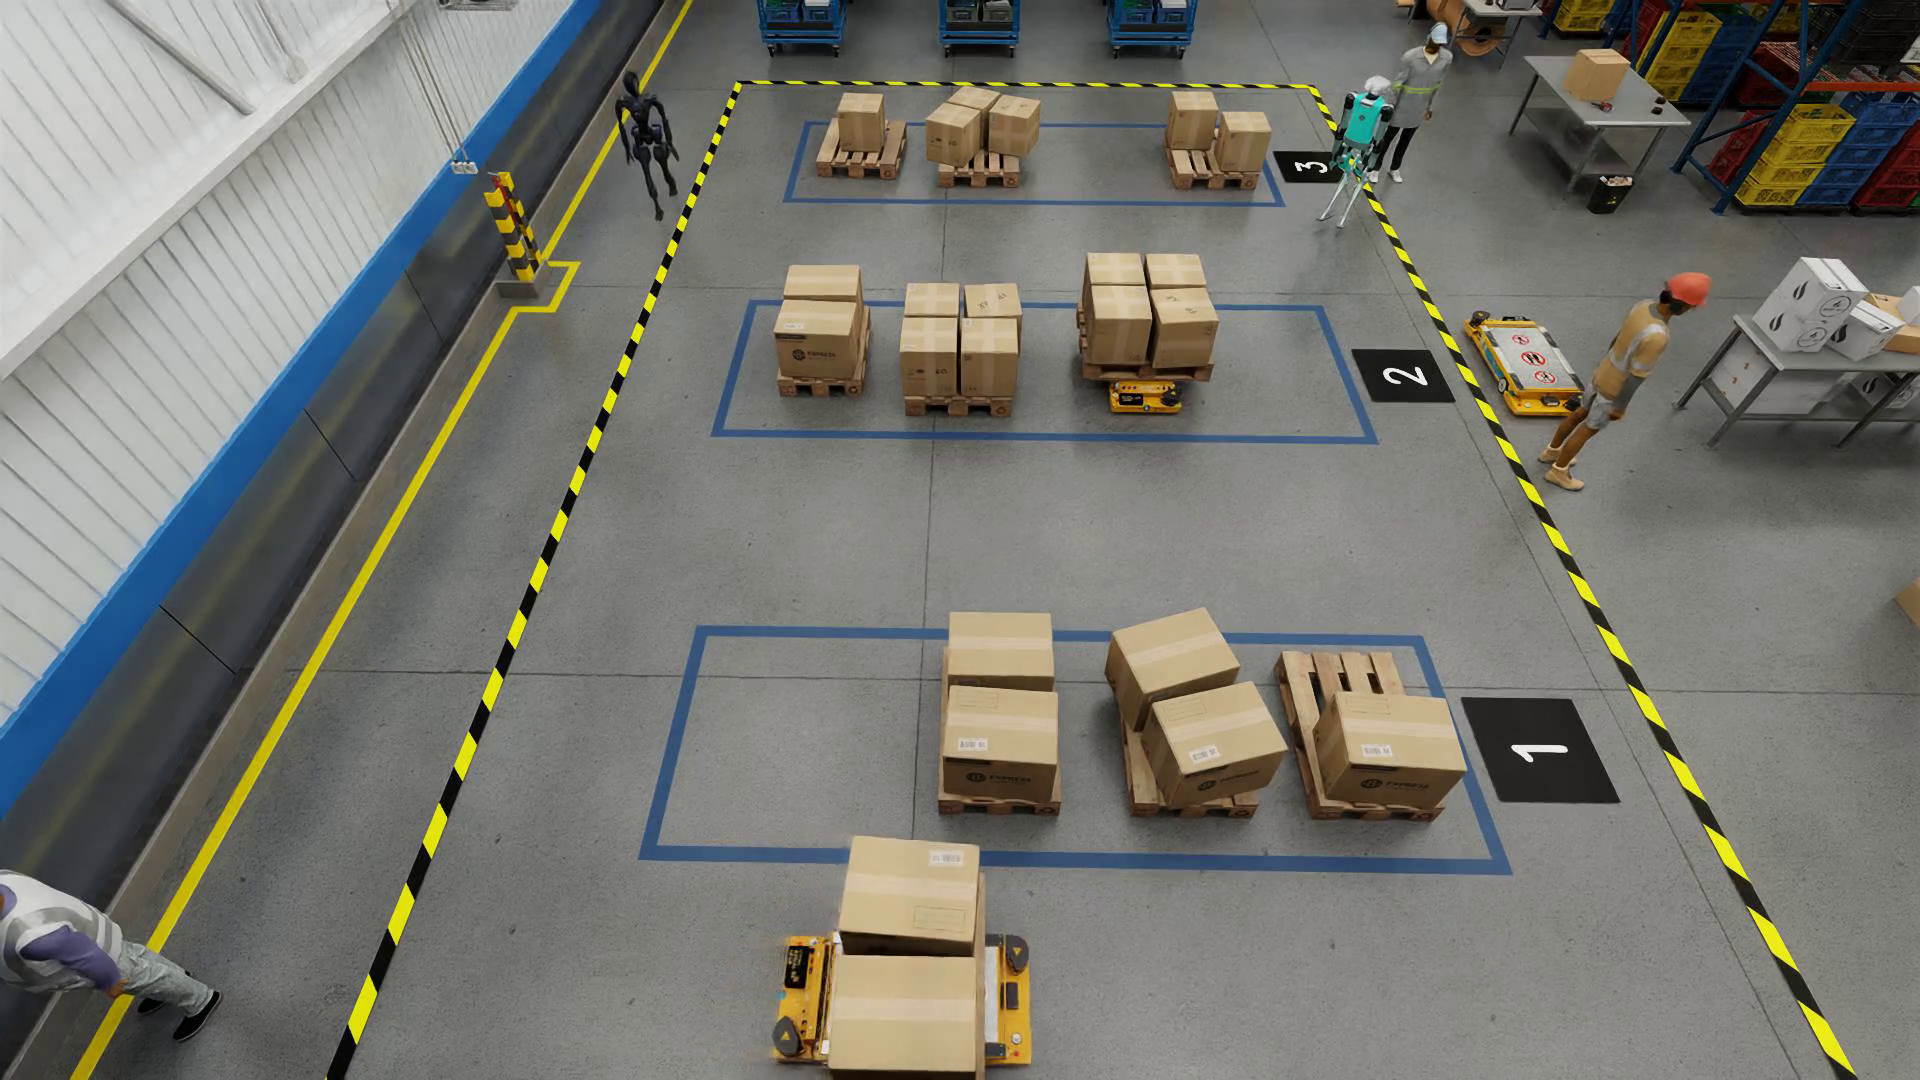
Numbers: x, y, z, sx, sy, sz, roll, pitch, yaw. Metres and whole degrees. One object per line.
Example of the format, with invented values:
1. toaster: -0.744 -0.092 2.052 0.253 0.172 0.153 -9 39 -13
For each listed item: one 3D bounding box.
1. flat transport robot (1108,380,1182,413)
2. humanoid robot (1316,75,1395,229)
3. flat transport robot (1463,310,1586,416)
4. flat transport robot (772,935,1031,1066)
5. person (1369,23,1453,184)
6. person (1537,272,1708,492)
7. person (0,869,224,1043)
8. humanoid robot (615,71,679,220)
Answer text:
1. flat transport robot: 1.773 -1.807 9.079 0.652 0.197 1.431 1 49 1
2. humanoid robot: 4.487 -4.353 10.244 0.533 1.672 0.735 35 57 26
3. flat transport robot: 5.573 -1.757 9.054 0.659 0.231 1.431 1 49 1
4. flat transport robot: -0.314 2.614 5.252 1.431 0.197 0.652 1 49 1
5. person: 5.415 -5.199 10.986 0.598 1.850 0.387 -1 49 -1
6. person: 5.368 -1.276 7.467 0.382 2.041 0.605 13 50 11
7. person: -4.500 2.113 4.667 0.589 1.837 0.404 22 53 18
8. humanoid robot: -3.608 -4.629 10.643 0.612 1.642 0.726 -7 49 -6
